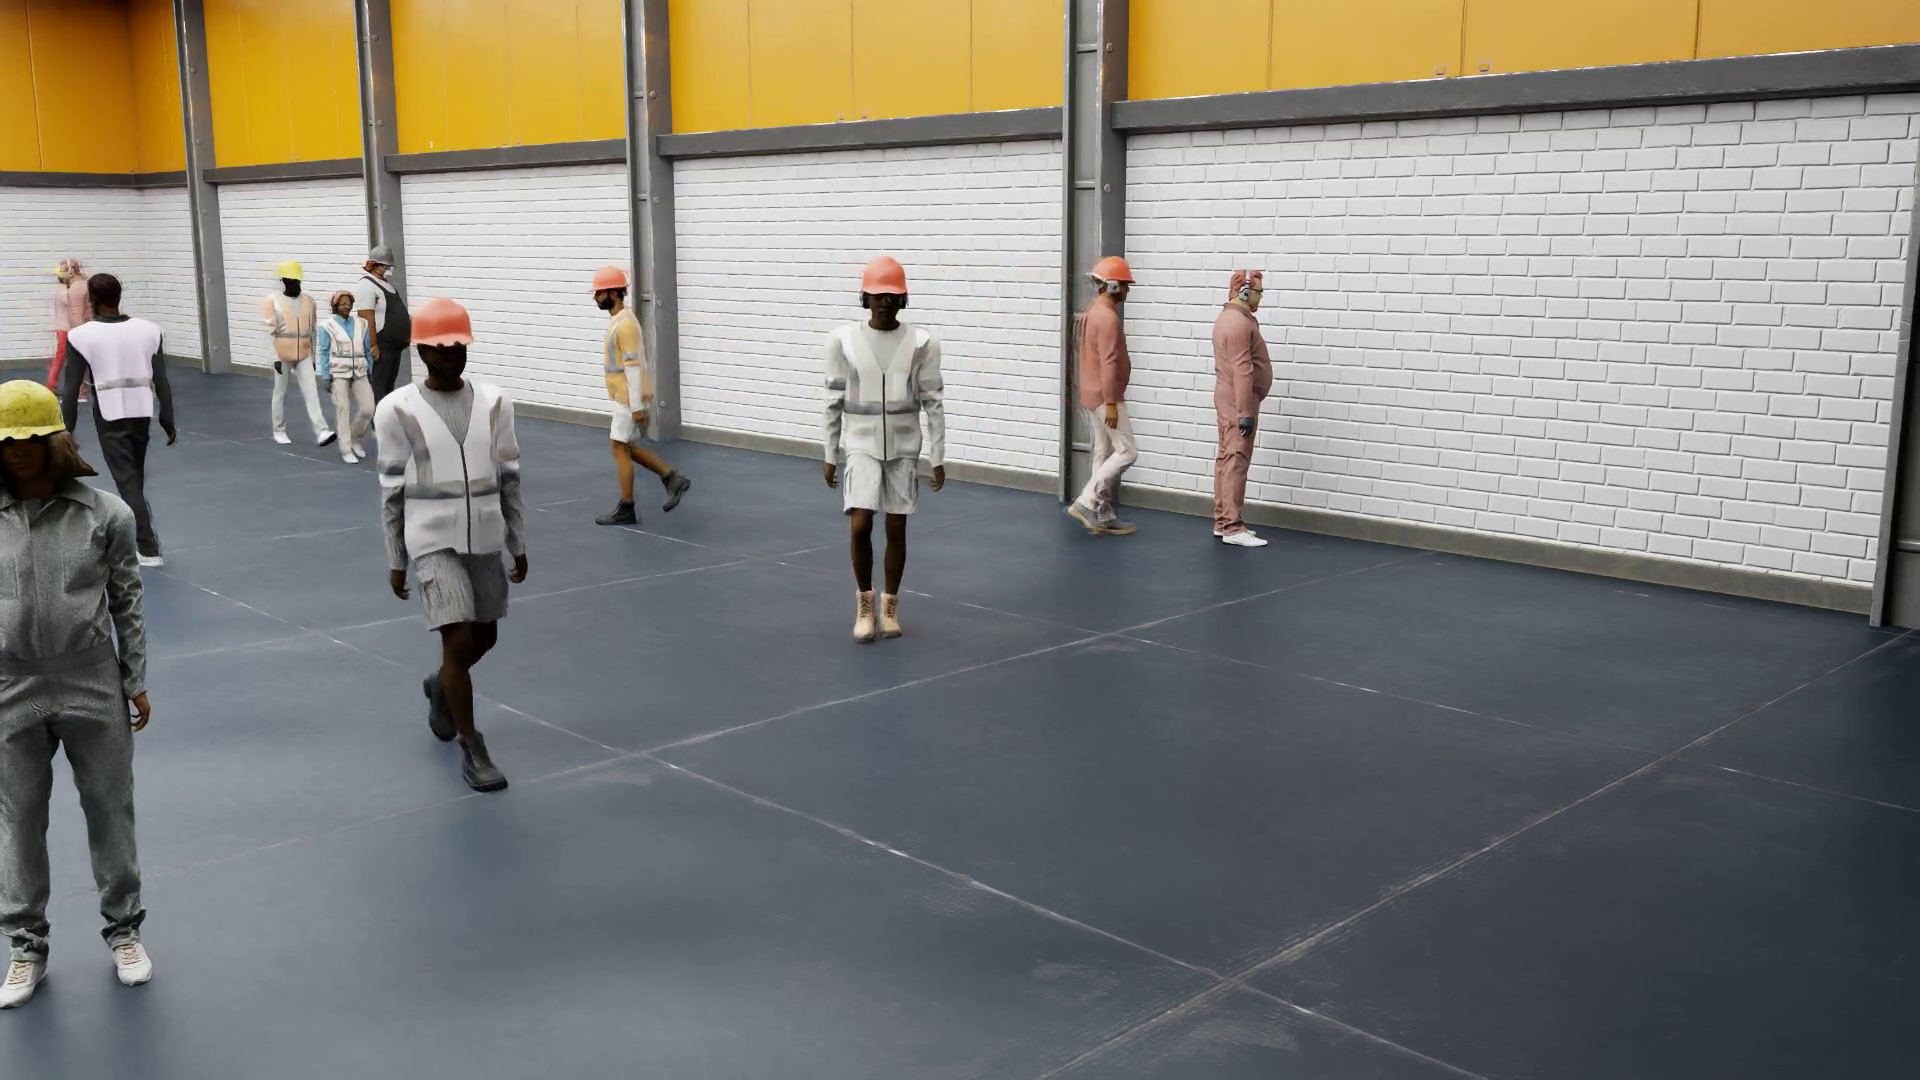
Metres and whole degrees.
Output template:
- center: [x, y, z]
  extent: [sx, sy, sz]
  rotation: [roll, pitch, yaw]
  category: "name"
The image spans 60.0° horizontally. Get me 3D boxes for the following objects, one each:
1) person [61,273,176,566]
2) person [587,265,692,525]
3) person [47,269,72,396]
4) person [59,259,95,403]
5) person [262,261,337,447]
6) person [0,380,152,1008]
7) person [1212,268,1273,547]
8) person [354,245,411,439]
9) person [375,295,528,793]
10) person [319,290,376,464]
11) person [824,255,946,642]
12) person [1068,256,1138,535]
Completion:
- center: [-5.554, -0.789, 10.867]
  extent: [0.926, 1.876, 0.629]
  rotation: [8, 13, 36]
  category: "person"
- center: [-2.387, -1.062, 12.287]
  extent: [0.669, 1.918, 0.582]
  rotation: [-3, 11, -14]
  category: "person"
- center: [-11.868, -2.802, 22.291]
  extent: [0.920, 1.714, 0.541]
  rotation: [-9, 14, -41]
  category: "person"
- center: [-11.008, -2.656, 21.205]
  extent: [0.932, 1.850, 0.651]
  rotation: [-4, 11, -19]
  category: "person"
- center: [-6.725, -1.875, 16.836]
  extent: [1.030, 1.870, 0.596]
  rotation: [10, 14, 42]
  category: "person"
- center: [-2.527, 0.424, 4.640]
  extent: [0.493, 1.743, 0.298]
  rotation: [-5, 12, -26]
  category: "person"
- center: [1.951, -0.916, 11.517]
  extent: [0.410, 1.906, 0.642]
  rotation: [0, 10, -1]
  category: "person"
- center: [-6.052, -2.095, 17.570]
  extent: [0.536, 2.000, 0.676]
  rotation: [0, 10, 0]
  category: "person"
- center: [-2.022, -0.015, 6.590]
  extent: [0.551, 1.910, 0.845]
  rotation: [-8, 13, -37]
  category: "person"
- center: [-5.724, -1.522, 15.573]
  extent: [0.375, 1.624, 0.536]
  rotation: [9, 14, 41]
  category: "person"
- center: [-0.386, -0.458, 8.678]
  extent: [0.630, 2.020, 0.613]
  rotation: [-1, 10, -6]
  category: "person"
- center: [1.045, -1.000, 11.745]
  extent: [0.414, 1.981, 0.648]
  rotation: [-1, 10, -5]
  category: "person"
